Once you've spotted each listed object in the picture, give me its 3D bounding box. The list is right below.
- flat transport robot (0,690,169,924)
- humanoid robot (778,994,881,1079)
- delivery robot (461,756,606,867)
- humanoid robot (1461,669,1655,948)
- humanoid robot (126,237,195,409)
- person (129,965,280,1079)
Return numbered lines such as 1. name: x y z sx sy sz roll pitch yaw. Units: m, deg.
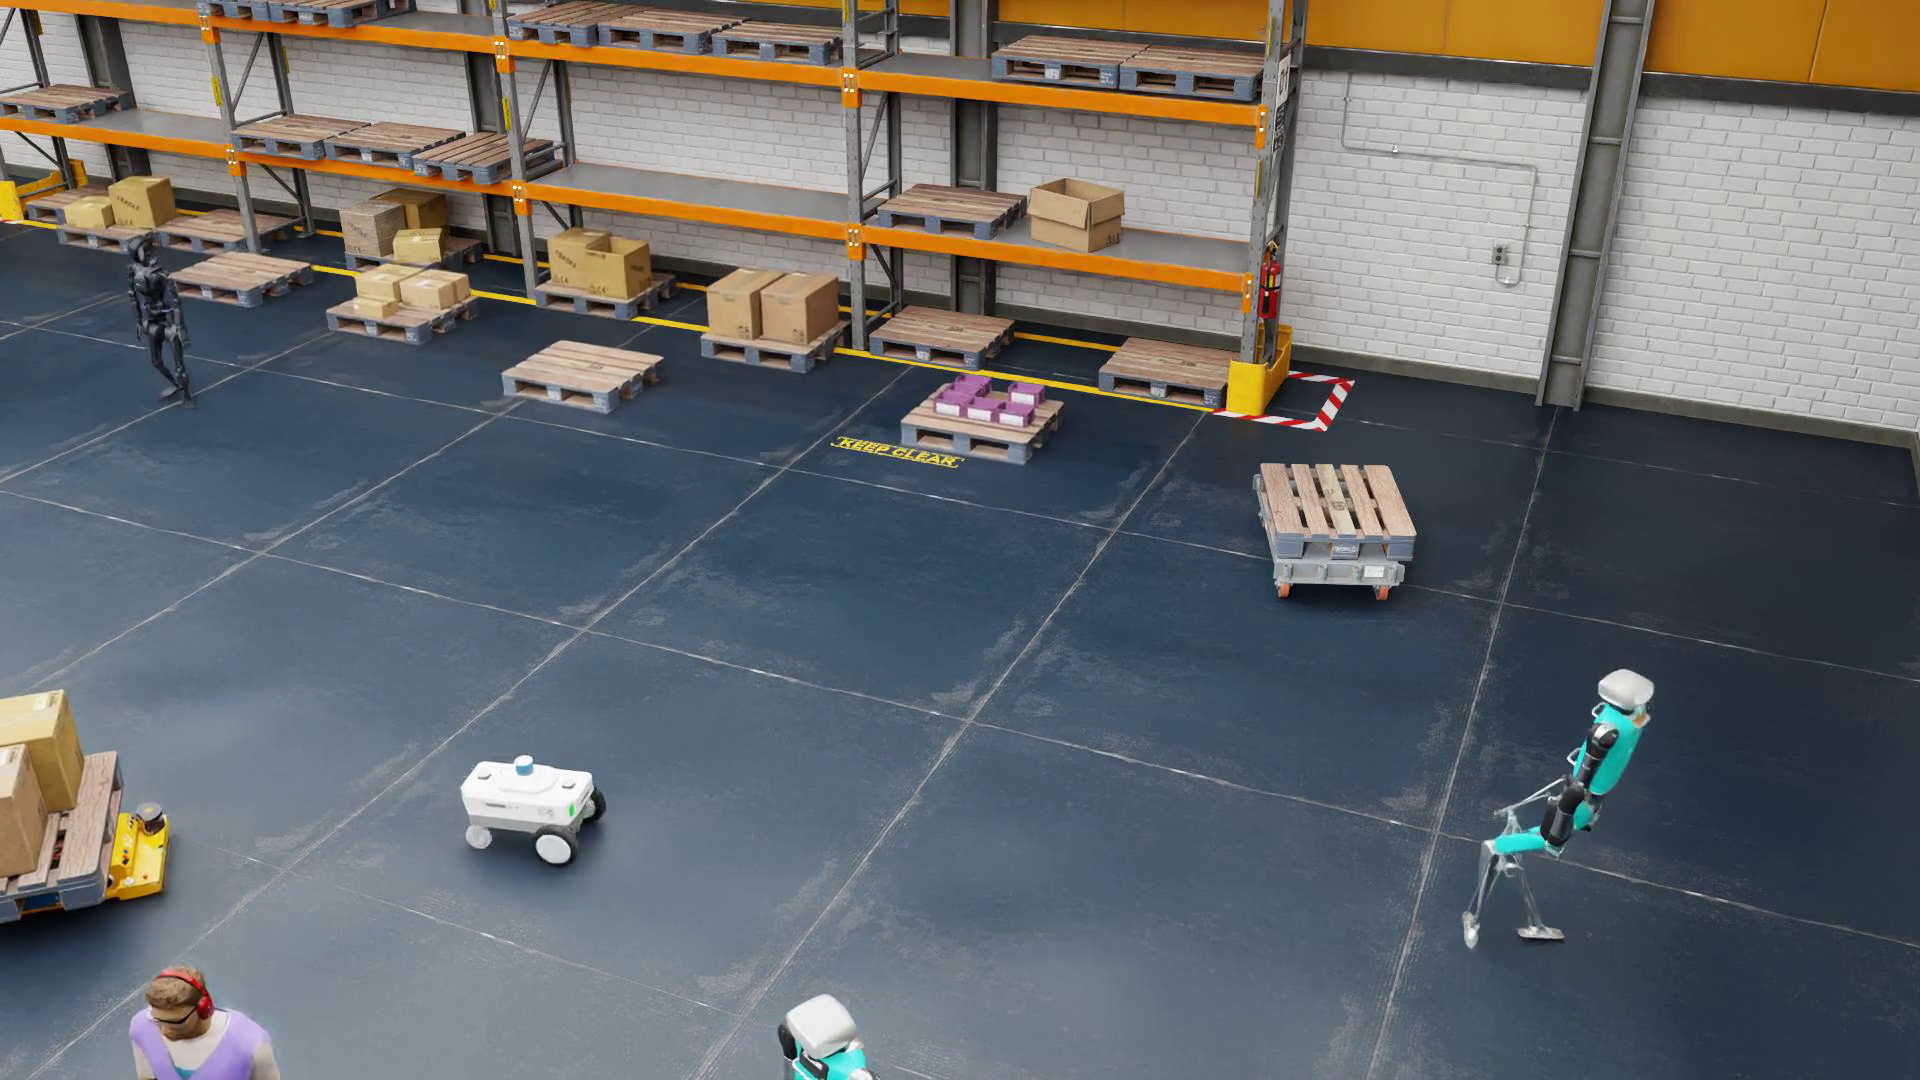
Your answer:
1. flat transport robot: -5.243 1.864 9.318 1.431 0.231 0.659 -9 29 -17
2. humanoid robot: -0.679 2.626 6.325 0.774 1.848 0.543 -22 35 -36
3. delivery robot: -2.477 1.534 9.657 0.794 0.606 0.499 5 28 9
4. humanoid robot: 3.004 1.369 8.669 0.884 1.763 0.597 24 36 38
5. humanoid robot: -7.326 -2.016 15.312 0.603 1.645 0.438 9 29 17
6. person: -2.951 2.396 6.623 0.575 1.791 0.934 8 28 14
